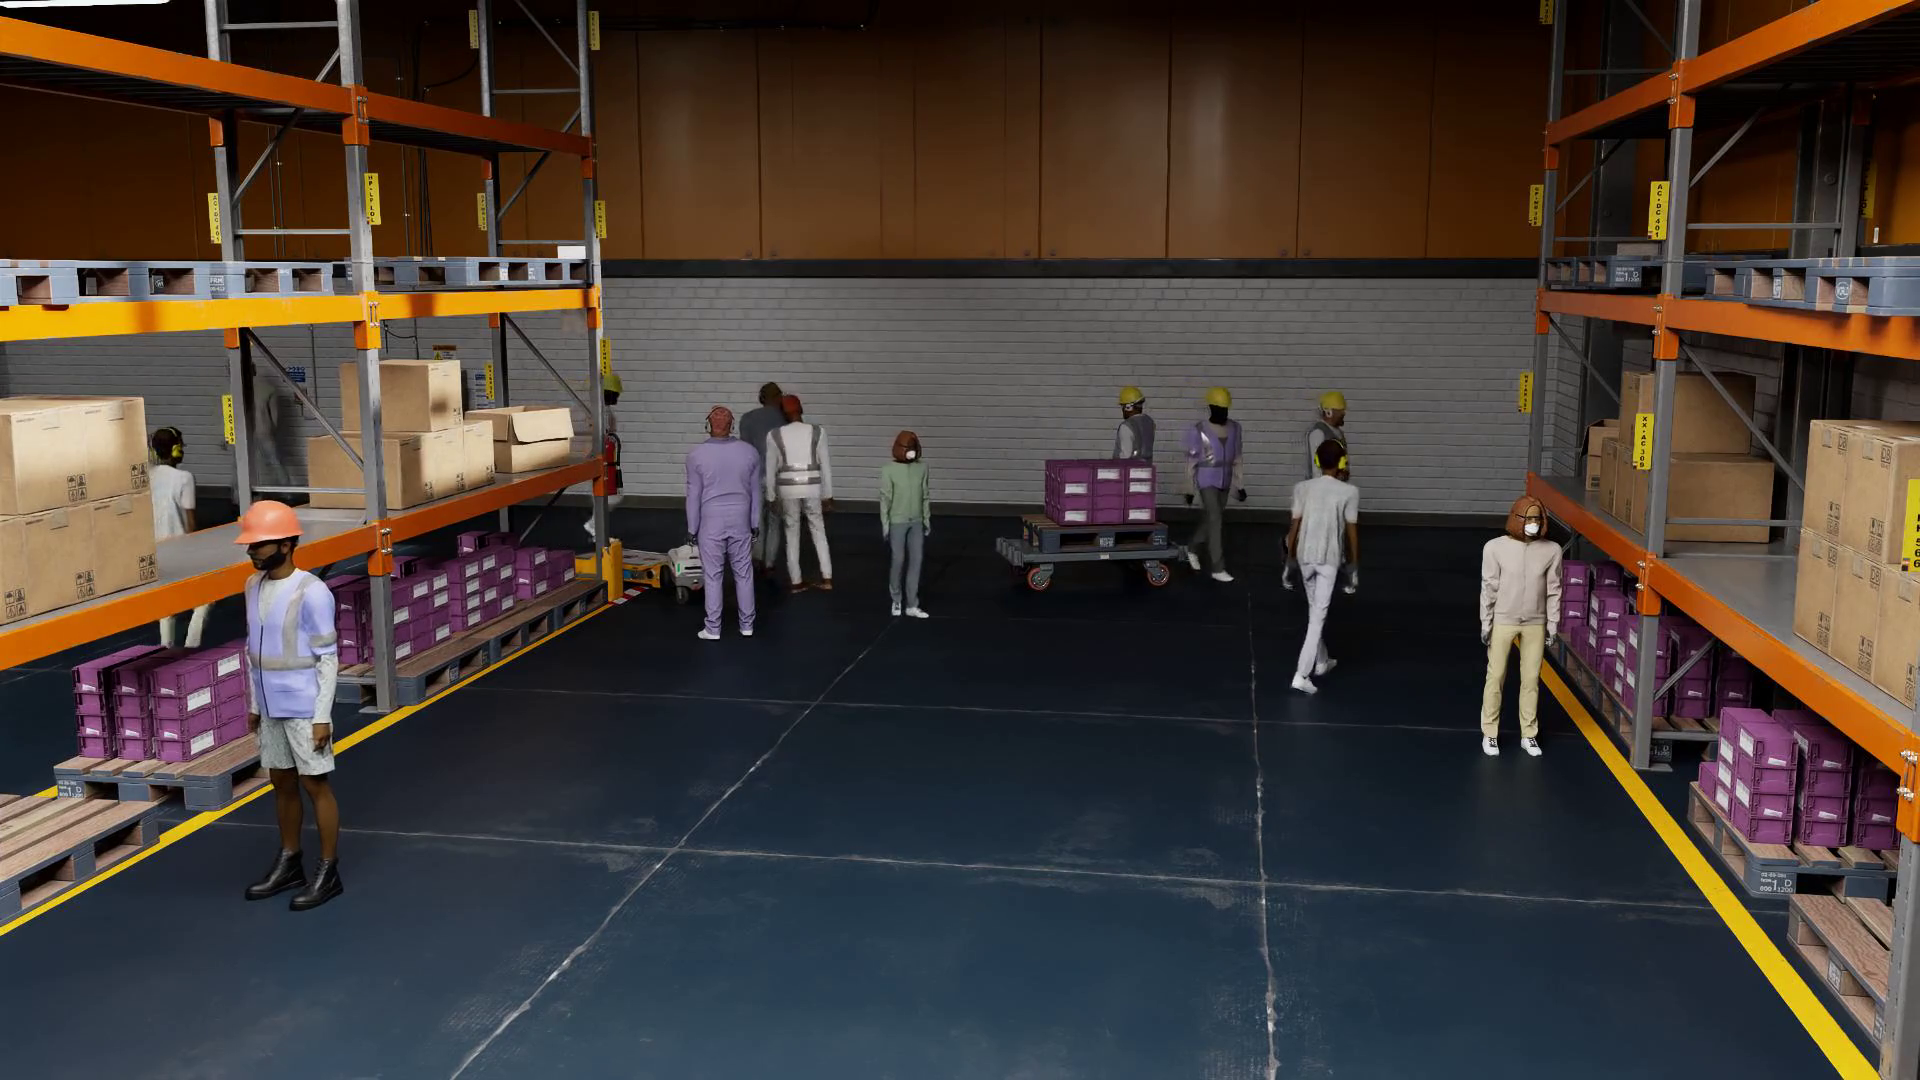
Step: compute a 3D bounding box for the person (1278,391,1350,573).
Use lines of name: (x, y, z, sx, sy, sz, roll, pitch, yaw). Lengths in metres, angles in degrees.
person: (3.585, -0.576, 16.487, 0.734, 1.812, 0.592, 7, 12, 38)

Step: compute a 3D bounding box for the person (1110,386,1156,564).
person: (1.755, -0.661, 16.978, 0.404, 1.828, 0.587, 6, 11, 33)

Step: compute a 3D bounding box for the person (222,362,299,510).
person: (-8.789, -1.306, 20.794, 0.806, 1.896, 0.556, -5, 11, -29)

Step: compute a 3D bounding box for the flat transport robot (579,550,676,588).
flat transport robot: (-3.157, 0.259, 16.092, 1.431, 0.197, 0.652, 5, 11, 30)

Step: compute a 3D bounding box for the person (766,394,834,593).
person: (-1.483, -0.422, 15.470, 0.619, 1.861, 0.389, -1, 9, -9)

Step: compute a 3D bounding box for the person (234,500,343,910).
person: (-3.159, 0.771, 7.808, 0.547, 1.938, 0.379, 5, 11, 30)

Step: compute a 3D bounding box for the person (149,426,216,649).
person: (-5.743, 0.094, 12.248, 0.560, 1.852, 0.493, 3, 10, 15)

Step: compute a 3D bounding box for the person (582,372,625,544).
person: (-3.840, -0.875, 18.065, 0.441, 1.898, 0.696, -2, 10, -14)

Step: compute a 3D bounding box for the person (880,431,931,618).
person: (-0.464, -0.135, 14.366, 0.518, 1.624, 0.432, -6, 11, -34)

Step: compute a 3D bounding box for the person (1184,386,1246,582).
person: (2.438, -0.576, 16.283, 0.582, 1.892, 0.869, -6, 11, -31)

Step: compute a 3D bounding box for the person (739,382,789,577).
person: (-1.880, -0.606, 16.440, 0.649, 1.887, 0.820, -1, 9, -8)

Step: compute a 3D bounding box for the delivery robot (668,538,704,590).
delivery robot: (-2.457, 0.223, 15.152, 0.477, 0.478, 0.707, -3, 9, -16)

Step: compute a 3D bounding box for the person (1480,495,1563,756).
person: (3.450, 0.529, 10.263, 0.496, 1.629, 0.277, 0, 9, 1)

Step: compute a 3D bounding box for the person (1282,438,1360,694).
person: (2.597, 0.173, 11.971, 0.540, 1.801, 1.051, 6, 11, 34)

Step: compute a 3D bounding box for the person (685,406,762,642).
person: (-1.923, -0.132, 13.473, 0.639, 1.910, 0.406, -5, 10, -26)
